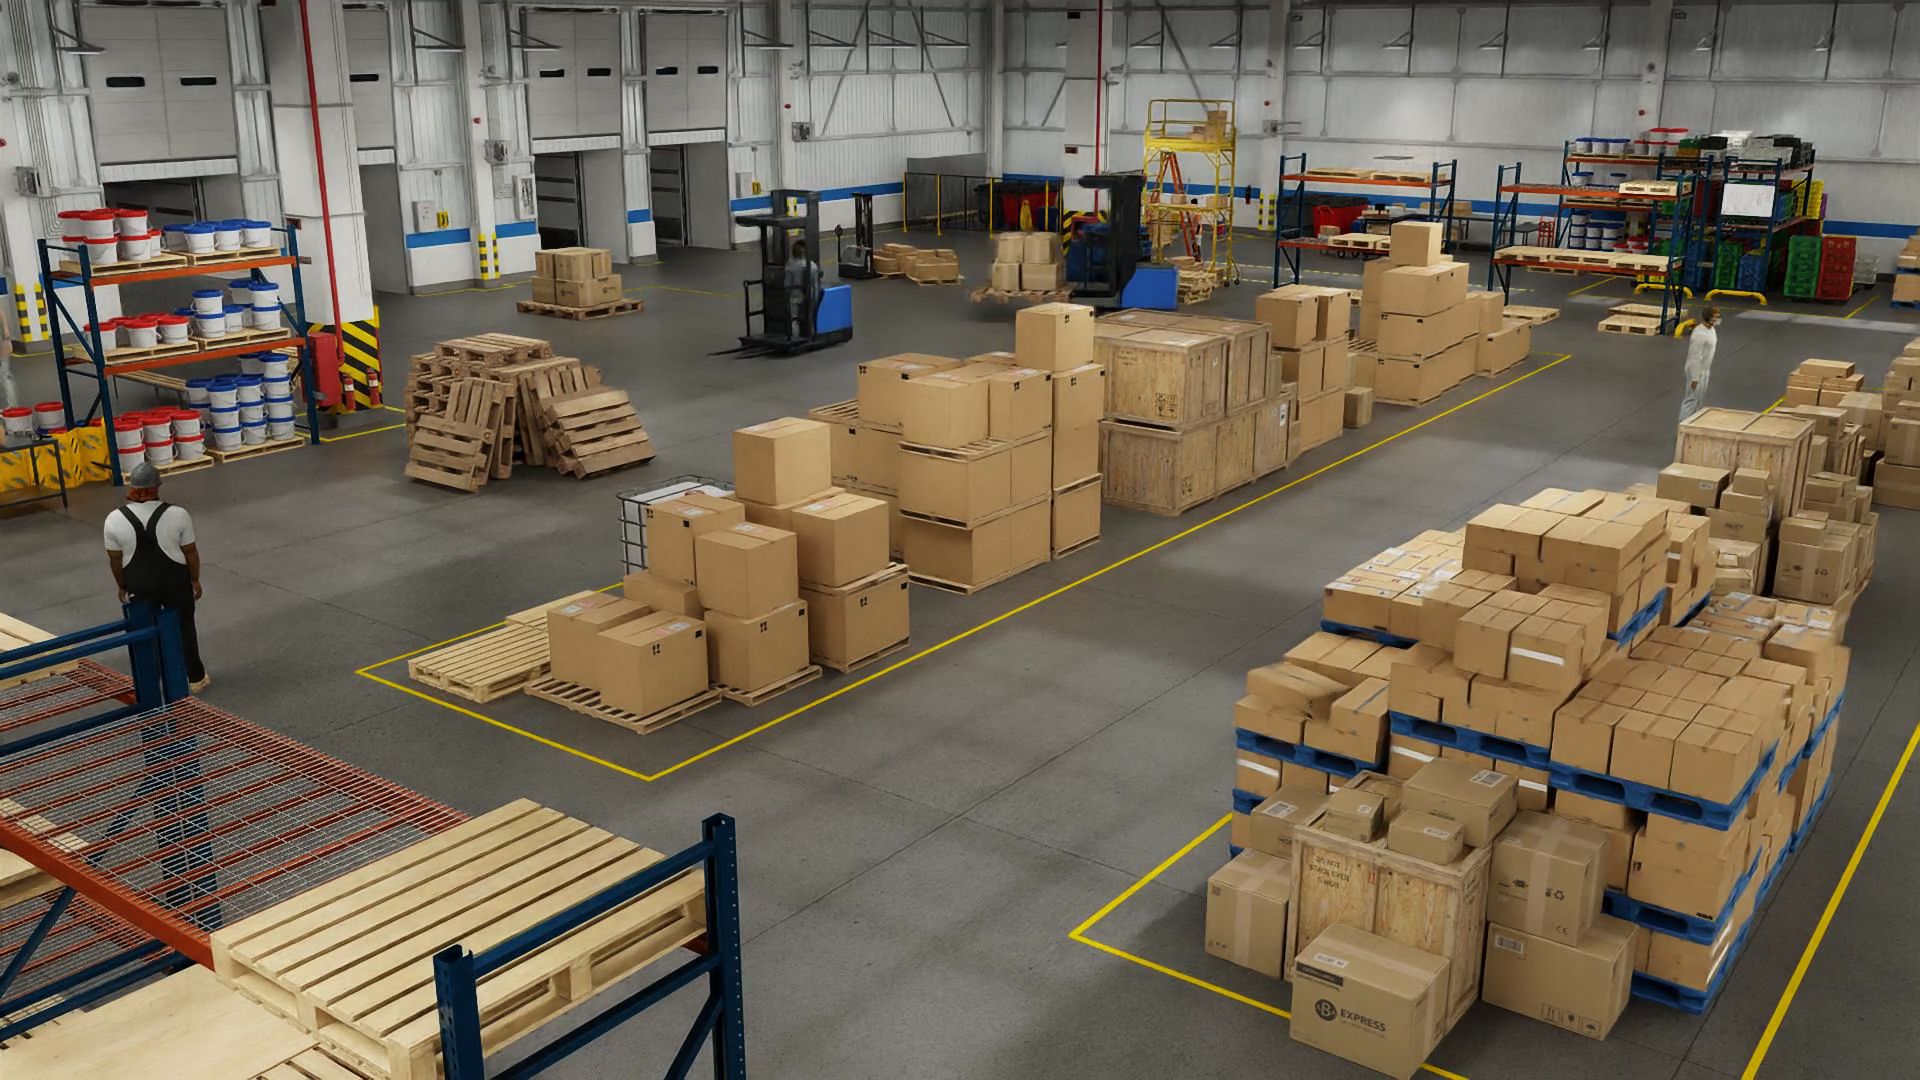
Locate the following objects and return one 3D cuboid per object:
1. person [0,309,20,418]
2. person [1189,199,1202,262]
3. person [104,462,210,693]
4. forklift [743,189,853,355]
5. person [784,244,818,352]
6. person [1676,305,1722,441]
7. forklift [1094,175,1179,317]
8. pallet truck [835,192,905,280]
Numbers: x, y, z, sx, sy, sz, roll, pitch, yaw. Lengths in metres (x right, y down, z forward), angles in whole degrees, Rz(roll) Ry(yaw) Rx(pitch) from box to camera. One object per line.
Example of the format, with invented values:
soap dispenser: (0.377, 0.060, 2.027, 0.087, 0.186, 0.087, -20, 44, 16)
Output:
person: (-14.218, -2.773, 24.578, 0.386, 1.926, 0.591, -6, 18, -20)
person: (5.726, -7.456, 40.478, 0.322, 1.696, 0.530, -2, 17, -6)
person: (-6.805, 0.324, 14.132, 0.689, 2.000, 0.537, -5, 17, -15)
forklift: (-2.907, -4.881, 29.937, 1.129, 2.768, 1.873, 12, 21, 35)
person: (-2.832, -4.309, 29.670, 0.636, 1.930, 0.372, -9, 19, -27)
person: (10.224, -2.290, 22.991, 0.390, 1.931, 0.622, 12, 21, 35)
forklift: (3.397, -5.774, 32.894, 1.873, 2.768, 1.129, 3, 17, 10)
pallet truck: (-1.936, -7.159, 38.982, 1.885, 1.965, 0.823, -12, 21, -34)
